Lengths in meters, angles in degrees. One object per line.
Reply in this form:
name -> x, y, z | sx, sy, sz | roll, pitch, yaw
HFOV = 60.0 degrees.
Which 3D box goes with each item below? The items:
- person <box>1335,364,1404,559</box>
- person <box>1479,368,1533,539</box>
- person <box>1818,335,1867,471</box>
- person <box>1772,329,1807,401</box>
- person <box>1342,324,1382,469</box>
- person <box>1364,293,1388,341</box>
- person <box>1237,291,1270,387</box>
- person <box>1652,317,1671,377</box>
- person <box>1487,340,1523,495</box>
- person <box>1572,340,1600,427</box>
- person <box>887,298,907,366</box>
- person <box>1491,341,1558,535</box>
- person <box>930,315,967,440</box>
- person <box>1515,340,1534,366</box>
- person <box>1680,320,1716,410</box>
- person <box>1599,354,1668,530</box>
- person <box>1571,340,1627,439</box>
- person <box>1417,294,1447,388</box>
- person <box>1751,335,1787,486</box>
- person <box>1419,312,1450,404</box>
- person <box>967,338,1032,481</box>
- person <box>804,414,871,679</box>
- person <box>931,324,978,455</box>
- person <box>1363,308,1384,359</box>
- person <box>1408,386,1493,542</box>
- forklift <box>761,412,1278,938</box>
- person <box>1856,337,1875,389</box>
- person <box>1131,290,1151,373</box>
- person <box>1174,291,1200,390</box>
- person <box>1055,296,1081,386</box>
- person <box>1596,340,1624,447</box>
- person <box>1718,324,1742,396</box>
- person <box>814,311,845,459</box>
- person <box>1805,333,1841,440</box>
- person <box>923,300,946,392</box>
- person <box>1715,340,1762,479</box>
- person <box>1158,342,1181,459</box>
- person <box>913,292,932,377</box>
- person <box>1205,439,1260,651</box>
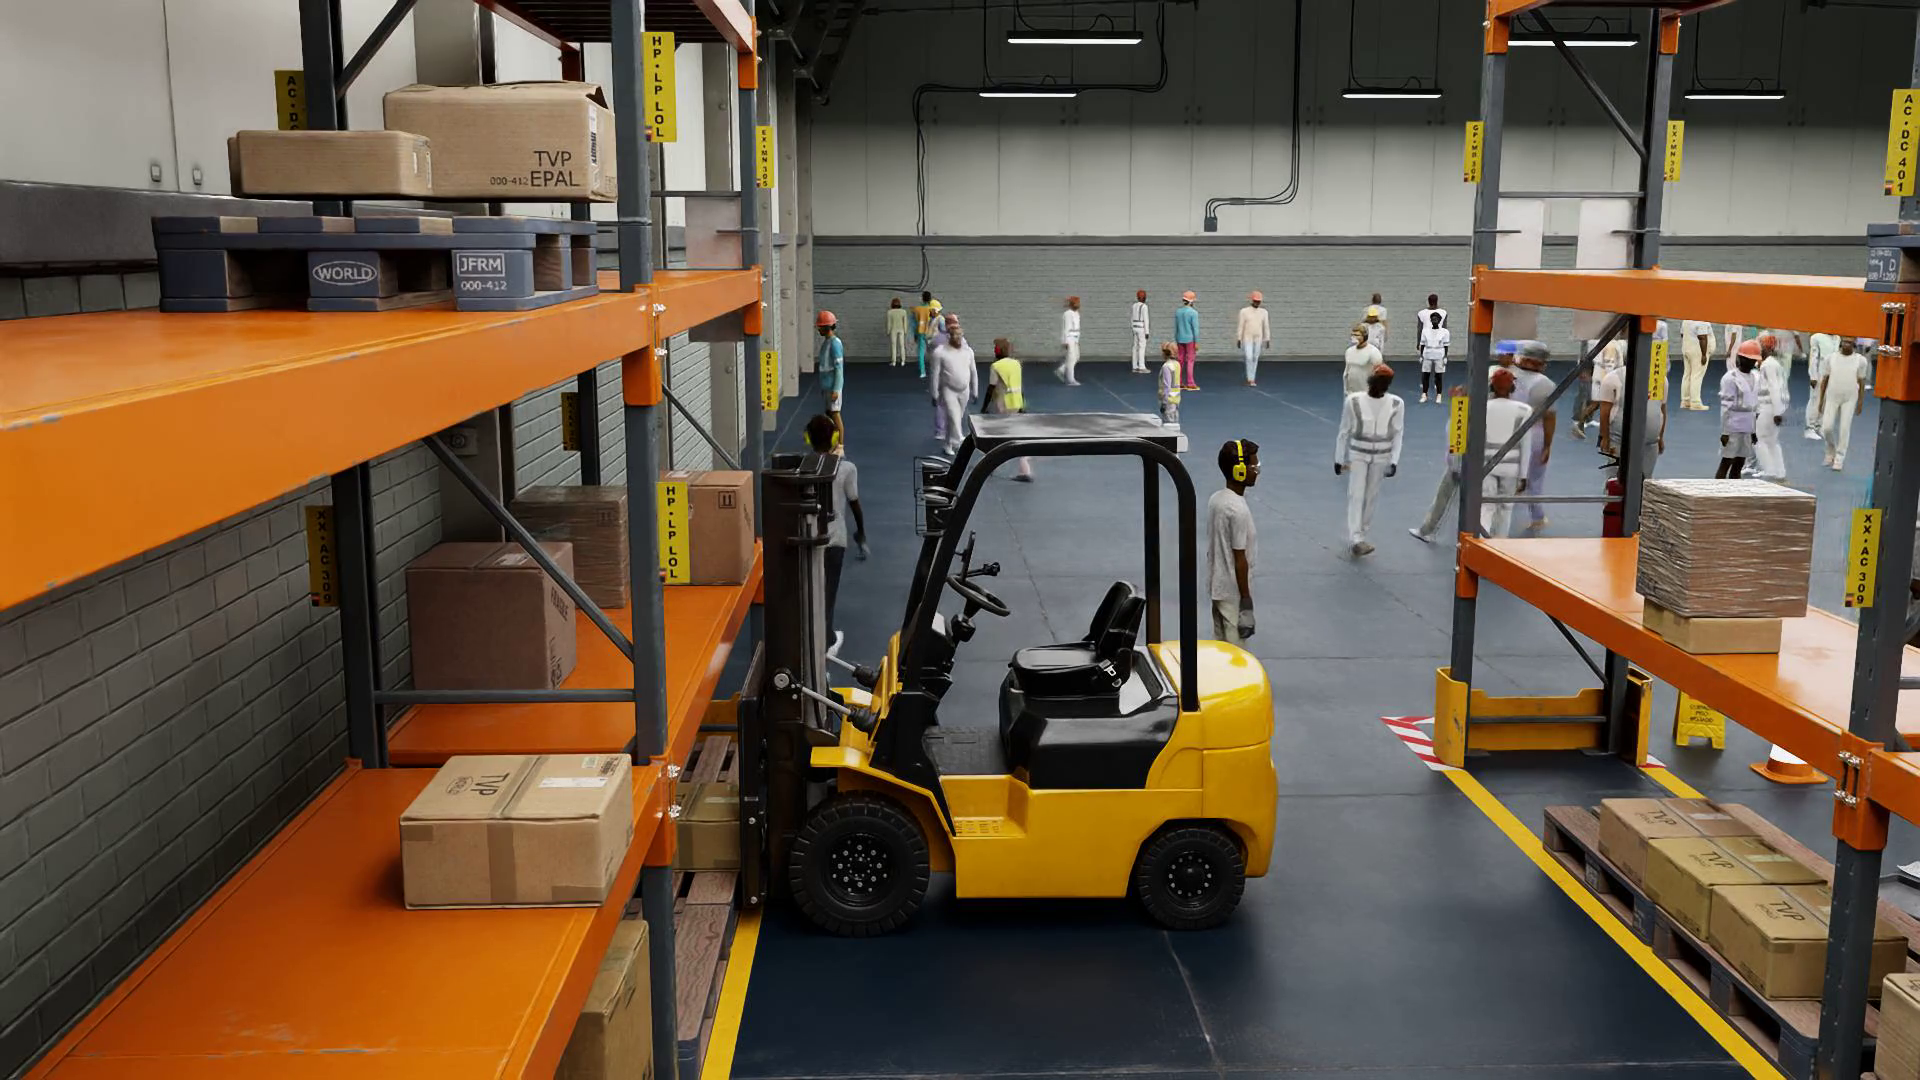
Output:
person -> 3.903, -0.746, 15.789 | 0.596, 1.831, 0.871 | 0, 10, 0
person -> 4.880, -0.633, 15.136 | 0.579, 1.858, 0.871 | 3, 11, 17
person -> 11.510, -1.812, 21.719 | 0.536, 1.835, 0.400 | 6, 12, 31
person -> 15.443, -3.492, 31.078 | 0.577, 1.844, 0.634 | -5, 11, -25
person -> 5.244, -1.861, 21.755 | 0.380, 1.930, 0.625 | -6, 12, -29
person -> 9.438, -4.674, 37.687 | 0.509, 1.823, 0.563 | 9, 13, 40
person -> 6.080, -4.121, 34.191 | 0.636, 1.965, 0.807 | -2, 10, -10
person -> 13.773, -3.727, 32.677 | 0.409, 1.729, 0.519 | -3, 11, -16
person -> 6.140, -1.327, 18.743 | 0.634, 1.934, 0.620 | -8, 13, -37
person -> 10.209, -2.768, 26.883 | 0.603, 1.906, 0.405 | -6, 12, -30
person -> -1.526, -5.013, 40.125 | 0.497, 1.632, 0.289 | -4, 11, -20
person -> 5.761, -1.068, 17.007 | 0.683, 2.000, 1.022 | 8, 13, 39
person -> -0.139, -2.438, 25.049 | 0.644, 1.900, 0.399 | 7, 12, 33
person -> 8.727, -2.536, 25.775 | 0.349, 1.837, 0.502 | 4, 11, 21
person -> 13.184, -3.341, 29.670 | 0.539, 2.000, 0.688 | -1, 10, -4
person -> 6.913, -1.072, 17.029 | 0.689, 2.000, 0.539 | 0, 10, 1
person -> 9.649, -2.435, 24.973 | 0.857, 1.934, 0.629 | -6, 12, -32
person -> 9.660, -4.065, 34.063 | 0.587, 1.914, 0.391 | 2, 10, 11
person -> 9.946, -1.582, 20.379 | 0.536, 1.853, 0.595 | 6, 12, 30
person -> 8.767, -3.367, 30.778 | 0.537, 1.696, 0.318 | 5, 11, 26
person -> 0.514, -1.636, 20.871 | 0.997, 1.784, 0.562 | 6, 12, 30
person -> -0.924, 0.034, 11.559 | 0.536, 1.798, 1.088 | 2, 10, 10
person -> -0.070, -2.054, 23.014 | 0.654, 1.866, 0.969 | -6, 12, -28
person -> 7.806, -3.540, 31.613 | 0.487, 1.744, 0.295 | 0, 10, 1
person -> 4.900, -0.717, 16.318 | 0.523, 1.587, 0.902 | -8, 13, -38
forklift -> 0.291, 0.548, 7.580 | 2.313, 2.155, 1.214 | 0, 10, -2
person -> 18.402, -4.037, 33.869 | 0.382, 1.924, 0.594 | 1, 10, 8
person -> 4.138, -4.766, 38.046 | 0.346, 1.883, 0.584 | -5, 11, -27
person -> 4.594, -4.016, 33.562 | 0.380, 1.994, 0.618 | -8, 13, -39
person -> 2.271, -4.156, 34.702 | 0.543, 1.873, 0.589 | 5, 12, 28
person -> 9.501, -2.298, 24.193 | 0.383, 1.926, 0.550 | 5, 11, 26
person -> 14.962, -3.709, 32.270 | 0.341, 1.845, 0.511 | 6, 12, 29
person -> -1.800, -2.119, 22.865 | 0.390, 2.039, 0.612 | -3, 11, -18
person -> 13.124, -2.490, 25.289 | 0.587, 1.914, 0.392 | -5, 12, -28
person -> -0.501, -3.844, 33.050 | 0.403, 1.834, 0.589 | -5, 11, -28
person -> 8.524, -1.218, 18.153 | 0.547, 1.930, 0.384 | -6, 12, -28
person -> 2.834, -1.855, 22.514 | 0.309, 1.639, 0.523 | 4, 11, 23
person -> -0.737, -4.583, 37.071 | 0.614, 1.862, 0.987 | 2, 10, 13
person -> 1.586, 0.348, 9.596 | 0.328, 1.872, 0.509 | -2, 10, -11
